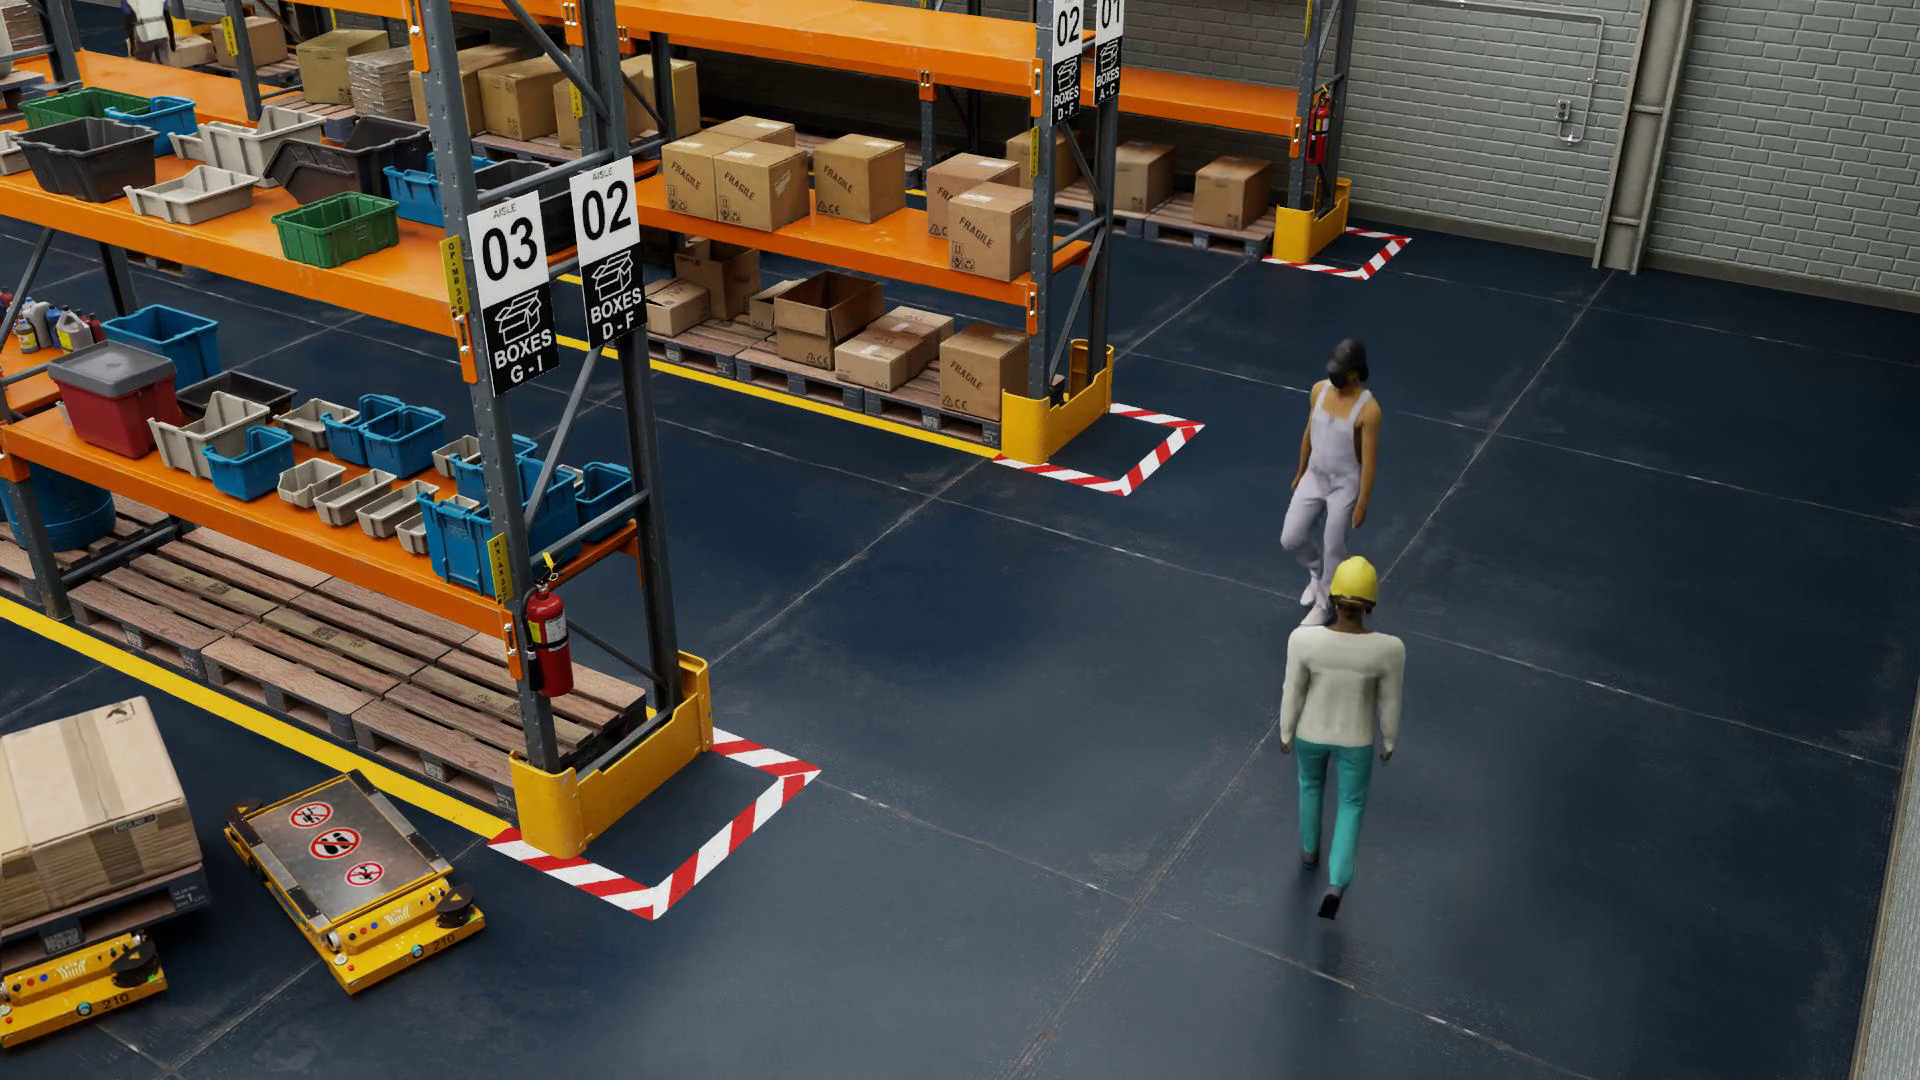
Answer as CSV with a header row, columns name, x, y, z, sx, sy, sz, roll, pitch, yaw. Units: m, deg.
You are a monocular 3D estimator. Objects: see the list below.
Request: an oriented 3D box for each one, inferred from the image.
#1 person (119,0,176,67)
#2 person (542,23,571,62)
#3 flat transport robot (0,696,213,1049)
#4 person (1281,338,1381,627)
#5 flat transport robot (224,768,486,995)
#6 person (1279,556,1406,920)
name,x,y,z,sx,sy,sz,roll,pitch,yaw
person,-9.537,-5.894,19.620,0.462,1.812,0.592,23,36,35
person,-4.120,-4.467,17.180,0.320,1.697,0.531,-24,37,-36
flat transport robot,-4.126,1.693,7.595,0.659,0.231,1.431,-18,34,-29
person,2.112,-0.304,9.552,0.416,1.849,0.549,-24,37,-37
flat transport robot,-2.885,1.553,7.847,0.659,0.231,1.431,-24,37,-36
person,1.698,0.900,7.501,0.529,1.741,0.746,7,30,12
